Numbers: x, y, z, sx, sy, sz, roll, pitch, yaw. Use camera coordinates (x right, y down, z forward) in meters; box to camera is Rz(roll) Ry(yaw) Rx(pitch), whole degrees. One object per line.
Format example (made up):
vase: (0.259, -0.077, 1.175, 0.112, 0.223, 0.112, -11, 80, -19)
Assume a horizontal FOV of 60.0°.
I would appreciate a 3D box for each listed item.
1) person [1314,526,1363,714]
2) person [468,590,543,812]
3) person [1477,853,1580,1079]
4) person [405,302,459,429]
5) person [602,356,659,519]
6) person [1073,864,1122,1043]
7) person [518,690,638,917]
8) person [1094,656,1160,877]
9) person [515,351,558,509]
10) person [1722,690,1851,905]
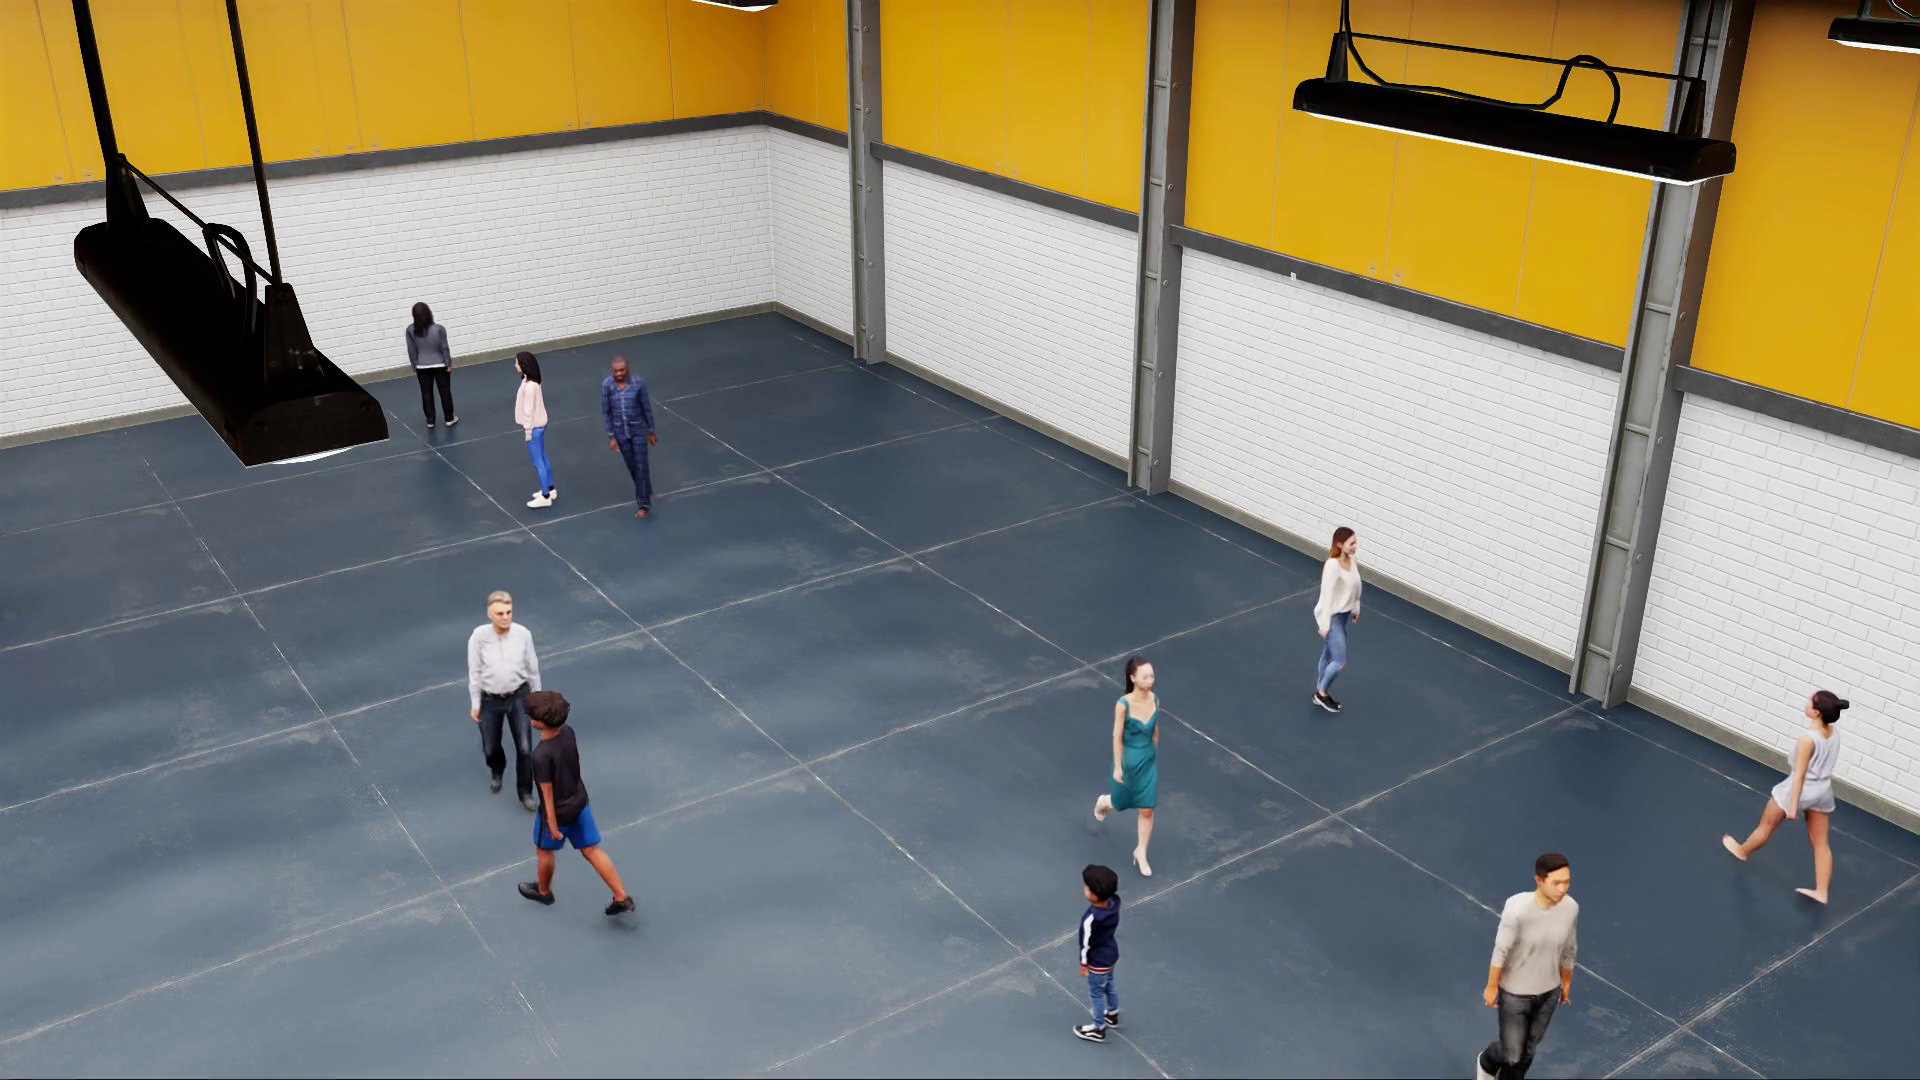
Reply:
person: (3.113, 0.658, 14.124, 0.684, 1.683, 0.699, 18, 29, 35)
person: (-3.496, 1.190, 12.747, 0.806, 1.811, 0.881, -9, 25, -20)
person: (3.249, 2.539, 9.668, 0.788, 1.805, 0.808, -6, 24, -13)
person: (-6.589, -2.189, 20.745, 0.790, 1.596, 0.822, -2, 24, -4)
person: (-3.591, -1.189, 18.212, 0.993, 1.792, 1.085, 0, 24, 0)
person: (0.876, 2.558, 10.354, 0.569, 1.219, 0.578, 15, 28, 30)
person: (-2.617, 1.839, 11.331, 1.268, 1.755, 1.012, 12, 26, 25)
person: (1.211, 1.594, 12.002, 0.665, 1.667, 0.968, -10, 26, -22)
person: (-4.687, -1.237, 18.355, 0.789, 1.766, 0.672, -2, 24, -4)
person: (5.974, 1.821, 11.620, 0.673, 1.558, 1.086, -11, 26, -24)
